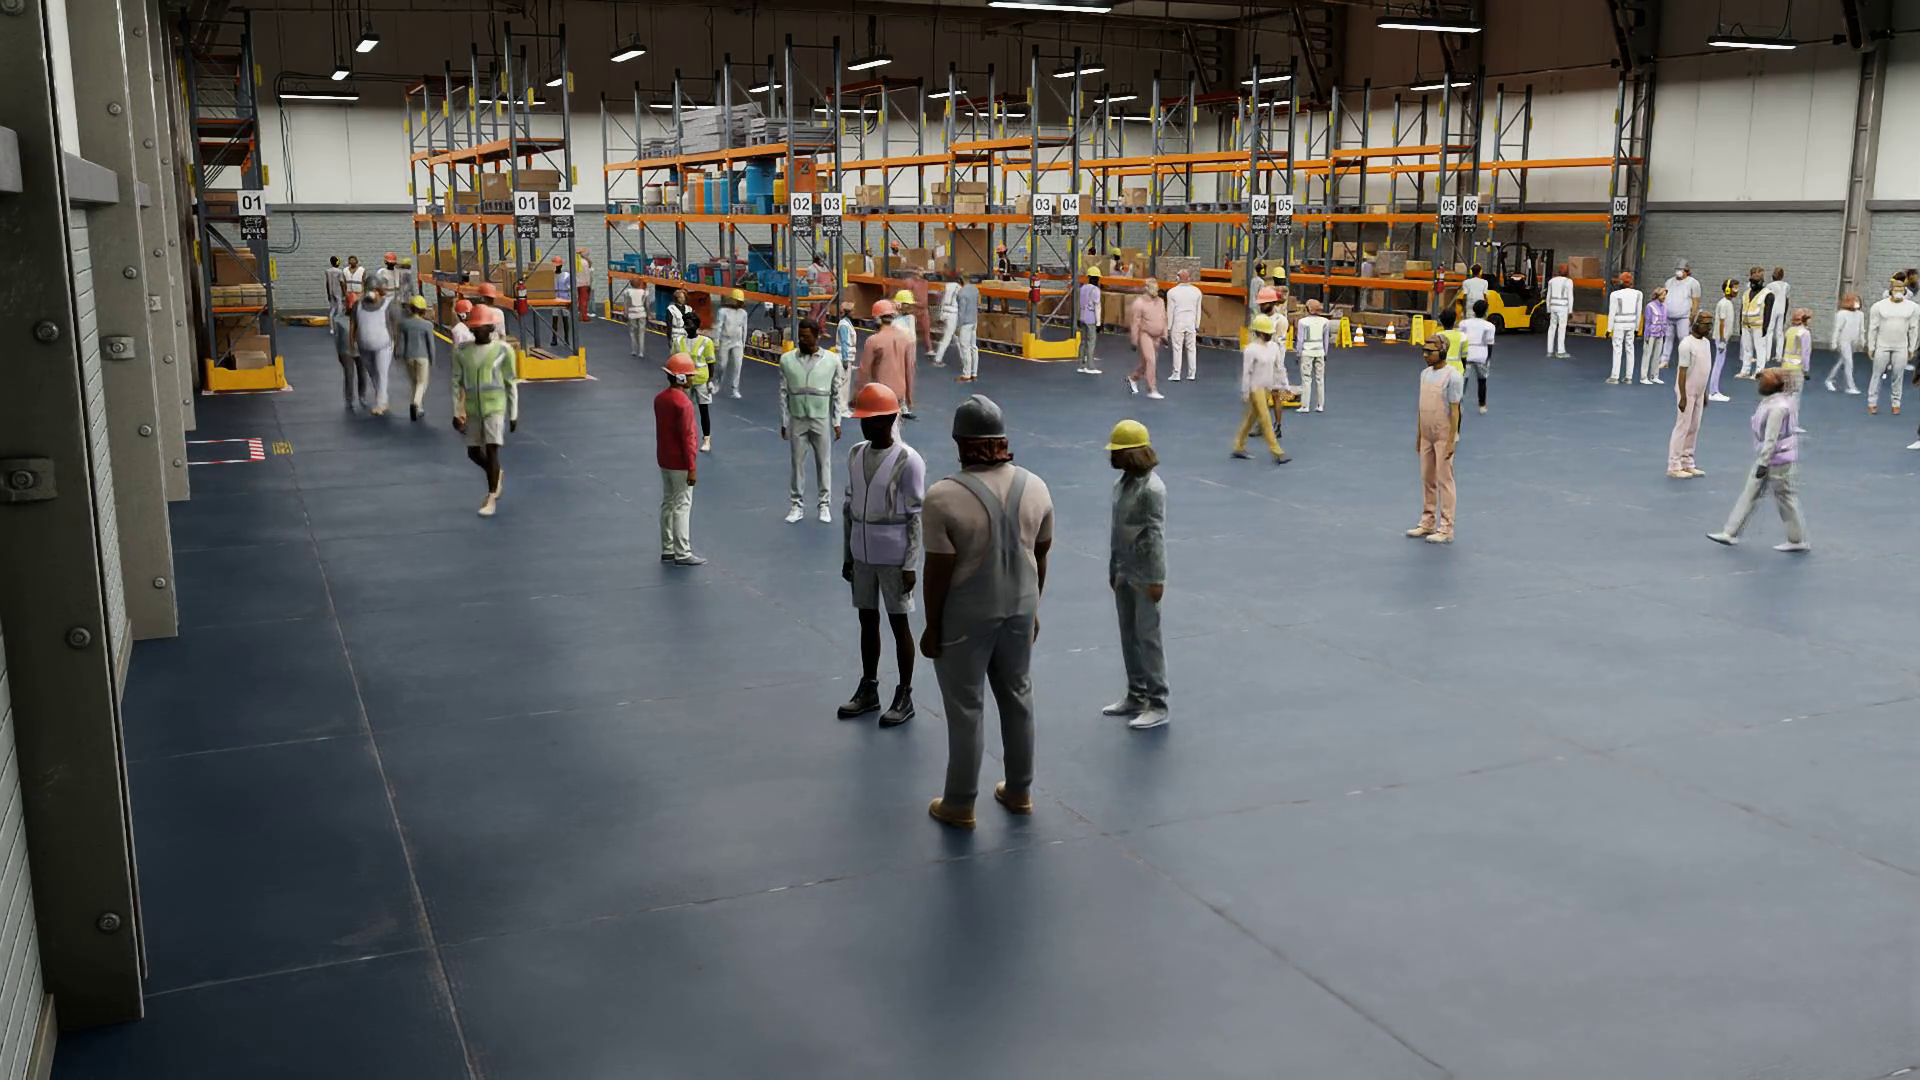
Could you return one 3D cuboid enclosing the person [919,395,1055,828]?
[{"bbox_3d":[0.074,0.328,7.866,0.683,2.000,0.536,-7,13,-31],"label":"person"}]

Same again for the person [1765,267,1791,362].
[{"bbox_3d":[15.789,-4.357,32.210,0.501,1.838,0.341,-2,11,-10],"label":"person"}]

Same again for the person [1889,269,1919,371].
[{"bbox_3d":[17.288,-4.005,30.318,0.629,1.863,0.765,-2,11,-11],"label":"person"}]

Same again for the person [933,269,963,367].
[{"bbox_3d":[-0.105,-4.154,31.169,1.034,1.824,0.604,-6,12,-26],"label":"person"}]

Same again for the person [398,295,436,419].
[{"bbox_3d":[-7.612,-2.545,23.254,0.537,1.736,0.744,1,11,6],"label":"person"}]

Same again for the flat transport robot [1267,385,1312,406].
[{"bbox_3d":[4.927,-2.204,25.242,0.652,0.197,1.431,4,12,18],"label":"flat transport robot"}]

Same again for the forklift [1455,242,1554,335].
[{"bbox_3d":[13.047,-6.049,39.881,2.313,2.155,1.214,-5,12,-23],"label":"forklift"}]

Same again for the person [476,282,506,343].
[{"bbox_3d":[-6.494,-2.523,22.585,0.818,1.959,0.657,10,15,42],"label":"person"}]

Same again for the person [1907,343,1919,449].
[{"bbox_3d":[11.841,-2.017,20.121,0.397,1.911,0.588,-5,12,-23],"label":"person"}]

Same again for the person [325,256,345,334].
[{"bbox_3d":[-14.909,-5.855,39.759,0.510,1.861,0.327,4,12,19],"label":"person"}]

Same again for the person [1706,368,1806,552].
[{"bbox_3d":[6.828,-0.679,14.125,0.833,1.580,0.568,2,11,11],"label":"person"}]

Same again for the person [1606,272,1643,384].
[{"bbox_3d":[11.212,-3.578,28.107,0.572,1.887,0.356,-1,11,-7],"label":"person"}]

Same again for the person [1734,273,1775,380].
[{"bbox_3d":[13.777,-3.700,28.869,0.429,1.837,0.621,-5,12,-23],"label":"person"}]

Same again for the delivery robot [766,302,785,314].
[{"bbox_3d":[-5.101,-6.466,45.943,0.477,0.478,0.707,-6,13,-28],"label":"delivery robot"}]

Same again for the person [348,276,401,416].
[{"bbox_3d":[-8.410,-2.831,23.918,0.689,2.000,1.016,1,11,4],"label":"person"}]

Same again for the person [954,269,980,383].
[{"bbox_3d":[0.107,-3.646,28.337,0.370,1.934,0.627,6,13,28],"label":"person"}]

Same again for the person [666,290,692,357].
[{"bbox_3d":[-4.556,-3.257,27.114,0.307,1.636,0.525,10,15,42],"label":"person"}]

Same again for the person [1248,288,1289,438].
[{"bbox_3d":[3.934,-2.263,21.332,0.377,1.930,0.539,-9,14,-37],"label":"person"}]

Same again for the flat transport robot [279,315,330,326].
[{"bbox_3d":[-16.802,-5.655,42.781,1.431,0.197,0.652,7,13,32],"label":"flat transport robot"}]

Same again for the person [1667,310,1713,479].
[{"bbox_3d":[7.966,-1.580,18.098,0.501,1.839,0.341,-9,14,-39],"label":"person"}]

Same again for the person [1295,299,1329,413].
[{"bbox_3d":[5.084,-2.652,24.035,0.523,1.638,0.311,-4,12,-18],"label":"person"}]

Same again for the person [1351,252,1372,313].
[{"bbox_3d":[10.961,-6.946,45.392,0.623,1.818,0.430,-7,13,-31],"label":"person"}]

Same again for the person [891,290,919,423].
[{"bbox_3d":[-0.800,-2.538,22.988,0.403,1.825,0.593,8,14,37],"label":"person"}]

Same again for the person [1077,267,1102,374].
[{"bbox_3d":[2.361,-3.956,29.963,0.399,1.918,0.584,-6,13,-29],"label":"person"}]

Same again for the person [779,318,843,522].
[{"bbox_3d":[-1.387,-1.118,15.533,0.590,1.917,0.395,1,11,4],"label":"person"}]

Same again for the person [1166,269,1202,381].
[{"bbox_3d":[3.821,-3.685,28.599,0.643,1.910,0.400,-3,12,-16],"label":"person"}]

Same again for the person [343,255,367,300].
[{"bbox_3d":[-14.796,-6.038,40.713,0.573,1.844,0.376,1,11,3],"label":"person"}]

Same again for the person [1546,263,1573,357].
[{"bbox_3d":[12.007,-4.597,33.291,0.337,1.882,0.585,-7,13,-32],"label":"person"}]

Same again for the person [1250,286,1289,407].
[{"bbox_3d":[4.634,-2.879,24.822,0.469,1.817,0.587,4,12,20],"label":"person"}]

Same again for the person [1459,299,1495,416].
[{"bbox_3d":[7.327,-2.597,23.681,0.533,1.667,0.801,6,12,26],"label":"person"}]

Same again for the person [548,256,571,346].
[{"bbox_3d":[-8.720,-5.196,36.207,0.549,1.934,0.374,-1,11,-6],"label":"person"}]

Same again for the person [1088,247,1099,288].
[{"bbox_3d":[3.793,-7.280,46.882,0.395,1.907,0.589,-1,11,-7],"label":"person"}]

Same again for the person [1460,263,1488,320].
[{"bbox_3d":[10.307,-4.605,33.357,0.514,1.876,0.328,1,11,6],"label":"person"}]

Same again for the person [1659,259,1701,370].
[{"bbox_3d":[13.212,-4.156,30.651,0.537,2.000,0.683,-10,15,-40],"label":"person"}]
